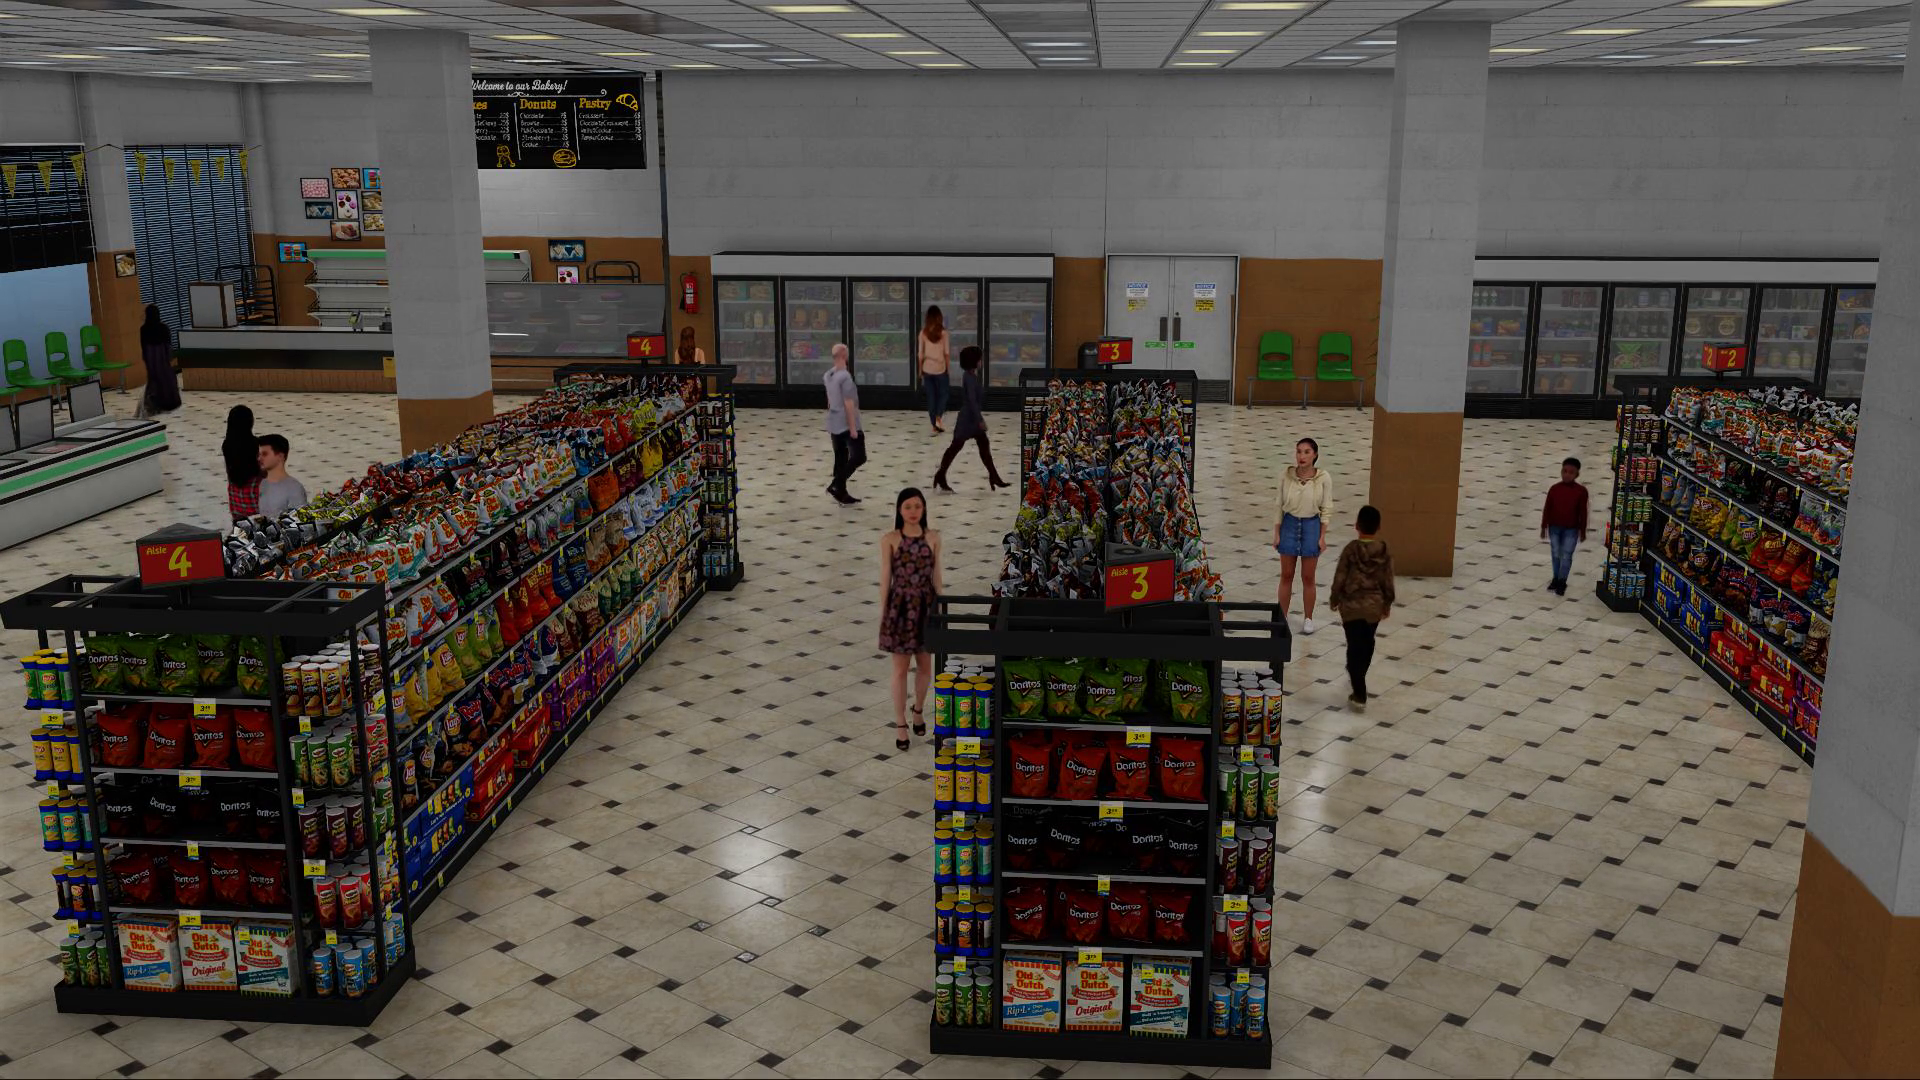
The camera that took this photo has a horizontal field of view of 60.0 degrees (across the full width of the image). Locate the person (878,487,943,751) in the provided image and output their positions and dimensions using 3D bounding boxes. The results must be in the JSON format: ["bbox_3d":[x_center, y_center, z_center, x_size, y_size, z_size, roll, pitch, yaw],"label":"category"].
[{"bbox_3d":[-0.322,0.511,11.175,0.756,1.773,0.792,-3,14,-14],"label":"person"}]

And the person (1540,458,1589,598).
[{"bbox_3d":[5.459,-0.132,14.962,0.680,1.239,0.761,10,17,37],"label":"person"}]

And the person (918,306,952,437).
[{"bbox_3d":[-0.355,-2.292,22.708,0.619,1.784,0.620,2,14,10],"label":"person"}]

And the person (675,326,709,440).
[{"bbox_3d":[-3.528,-1.993,21.815,0.581,1.625,0.593,0,14,-1],"label":"person"}]

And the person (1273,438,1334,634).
[{"bbox_3d":[2.827,-0.047,13.776,0.691,1.632,0.646,5,14,19],"label":"person"}]

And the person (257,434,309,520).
[{"bbox_3d":[-4.970,0.144,12.563,1.020,1.833,1.294,8,16,29],"label":"person"}]

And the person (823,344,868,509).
[{"bbox_3d":[-1.338,-1.230,18.236,0.964,1.828,0.907,-9,16,-33],"label":"person"}]

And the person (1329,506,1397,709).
[{"bbox_3d":[2.903,0.505,11.944,0.704,1.423,0.989,-2,14,-7],"label":"person"}]

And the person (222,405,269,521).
[{"bbox_3d":[-6.331,-0.323,14.729,0.632,1.719,0.615,3,14,11],"label":"person"}]

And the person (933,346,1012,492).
[{"bbox_3d":[0.017,-1.337,19.028,0.684,1.663,1.064,2,14,8],"label":"person"}]

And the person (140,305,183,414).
[{"bbox_3d":[-11.942,-2.681,24.691,0.706,1.605,1.030,-1,14,-4],"label":"person"}]
